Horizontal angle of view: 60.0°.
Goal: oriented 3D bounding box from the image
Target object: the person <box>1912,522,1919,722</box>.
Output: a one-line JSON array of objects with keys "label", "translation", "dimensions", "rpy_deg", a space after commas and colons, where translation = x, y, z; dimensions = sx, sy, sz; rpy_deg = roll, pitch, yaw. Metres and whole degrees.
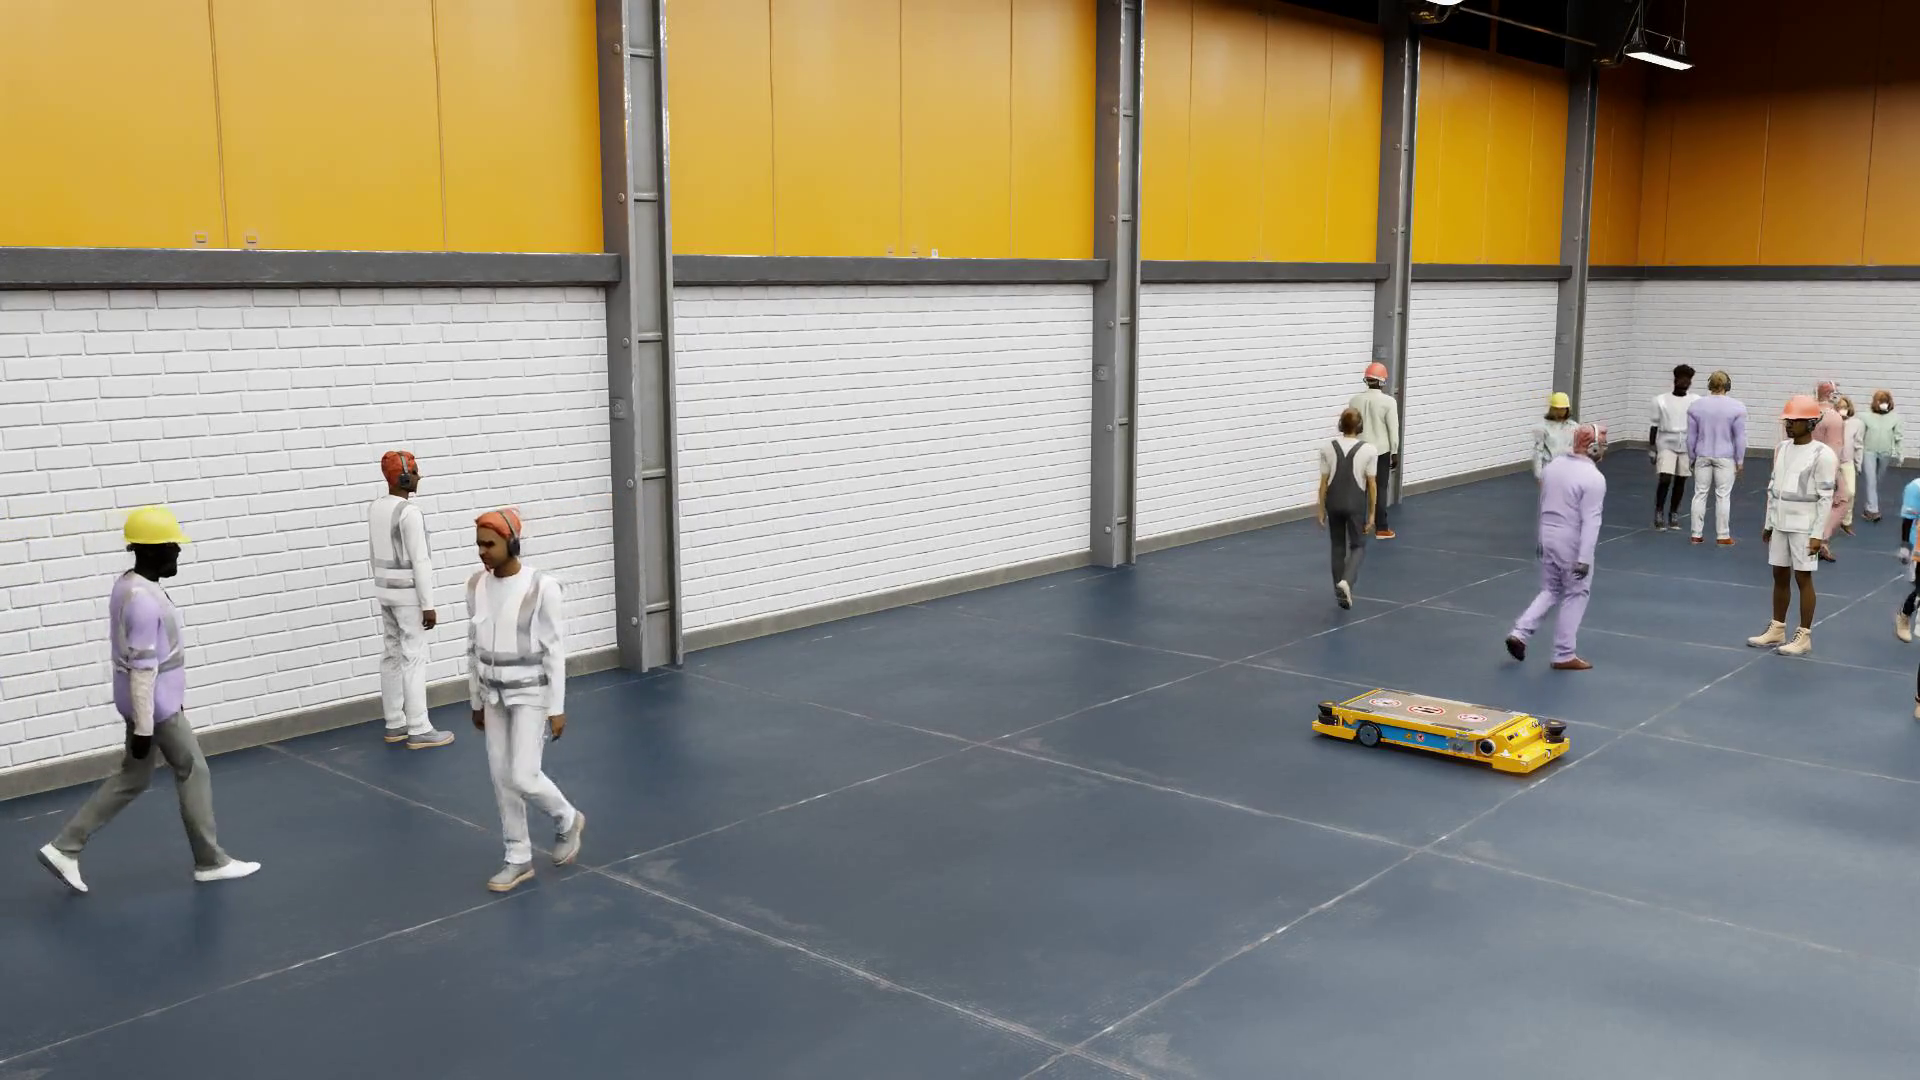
[{"label": "person", "translation": [6.568, 0.393, 10.971], "dimensions": [0.534, 1.697, 0.318], "rpy_deg": [8, 12, 40]}]

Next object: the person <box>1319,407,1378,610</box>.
[{"label": "person", "translation": [3.394, -0.253, 14.634], "dimensions": [0.506, 1.830, 0.609], "rpy_deg": [4, 10, 25]}]

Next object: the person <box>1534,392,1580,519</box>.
[{"label": "person", "translation": [6.410, -0.722, 17.862], "dimensions": [0.501, 1.729, 0.367], "rpy_deg": [0, 9, -3]}]

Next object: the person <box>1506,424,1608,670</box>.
[{"label": "person", "translation": [4.512, 0.062, 12.495], "dimensions": [0.602, 1.876, 0.670], "rpy_deg": [-2, 9, -15]}]

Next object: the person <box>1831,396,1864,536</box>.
[{"label": "person", "translation": [10.002, -0.834, 18.932], "dimensions": [0.509, 1.615, 0.468], "rpy_deg": [3, 9, 16]}]

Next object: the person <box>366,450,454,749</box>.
[{"label": "person", "translation": [-3.497, 0.375, 10.503], "dimensions": [0.575, 1.882, 0.355], "rpy_deg": [8, 12, 40]}]

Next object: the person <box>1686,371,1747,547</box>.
[{"label": "person", "translation": [8.283, -0.886, 18.245], "dimensions": [0.631, 1.940, 0.372], "rpy_deg": [8, 12, 40]}]

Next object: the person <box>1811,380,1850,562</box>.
[{"label": "person", "translation": [8.951, -0.706, 17.251], "dimensions": [0.476, 1.888, 0.670], "rpy_deg": [-1, 9, -7]}]

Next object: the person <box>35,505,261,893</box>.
[{"label": "person", "translation": [-3.946, 0.773, 7.976], "dimensions": [0.902, 1.899, 0.585], "rpy_deg": [-6, 11, -33]}]

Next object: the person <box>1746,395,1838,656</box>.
[{"label": "person", "translation": [6.550, -0.115, 13.073], "dimensions": [0.374, 2.044, 0.605], "rpy_deg": [-3, 9, -16]}]

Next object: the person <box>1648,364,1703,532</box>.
[{"label": "person", "translation": [8.350, -1.063, 19.309], "dimensions": [0.621, 1.940, 0.616], "rpy_deg": [2, 9, 10]}]

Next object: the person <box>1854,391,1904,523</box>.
[{"label": "person", "translation": [11.089, -1.005, 20.054], "dimensions": [0.522, 1.581, 0.843], "rpy_deg": [2, 9, 11]}]

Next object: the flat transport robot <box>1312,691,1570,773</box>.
[{"label": "flat transport robot", "translation": [3.022, 1.178, 10.503], "dimensions": [1.431, 0.197, 0.652], "rpy_deg": [8, 12, 40]}]

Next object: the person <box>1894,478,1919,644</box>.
[{"label": "person", "translation": [7.660, 0.059, 13.075], "dimensions": [0.551, 1.683, 0.392], "rpy_deg": [-1, 9, -5]}]

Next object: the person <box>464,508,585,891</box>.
[{"label": "person", "translation": [-2.138, 0.765, 8.076], "dimensions": [0.595, 1.872, 0.482], "rpy_deg": [5, 10, 27]}]

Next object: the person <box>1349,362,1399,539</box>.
[{"label": "person", "translation": [4.684, -1.009, 18.836], "dimensions": [0.611, 1.995, 0.375], "rpy_deg": [8, 12, 40]}]
